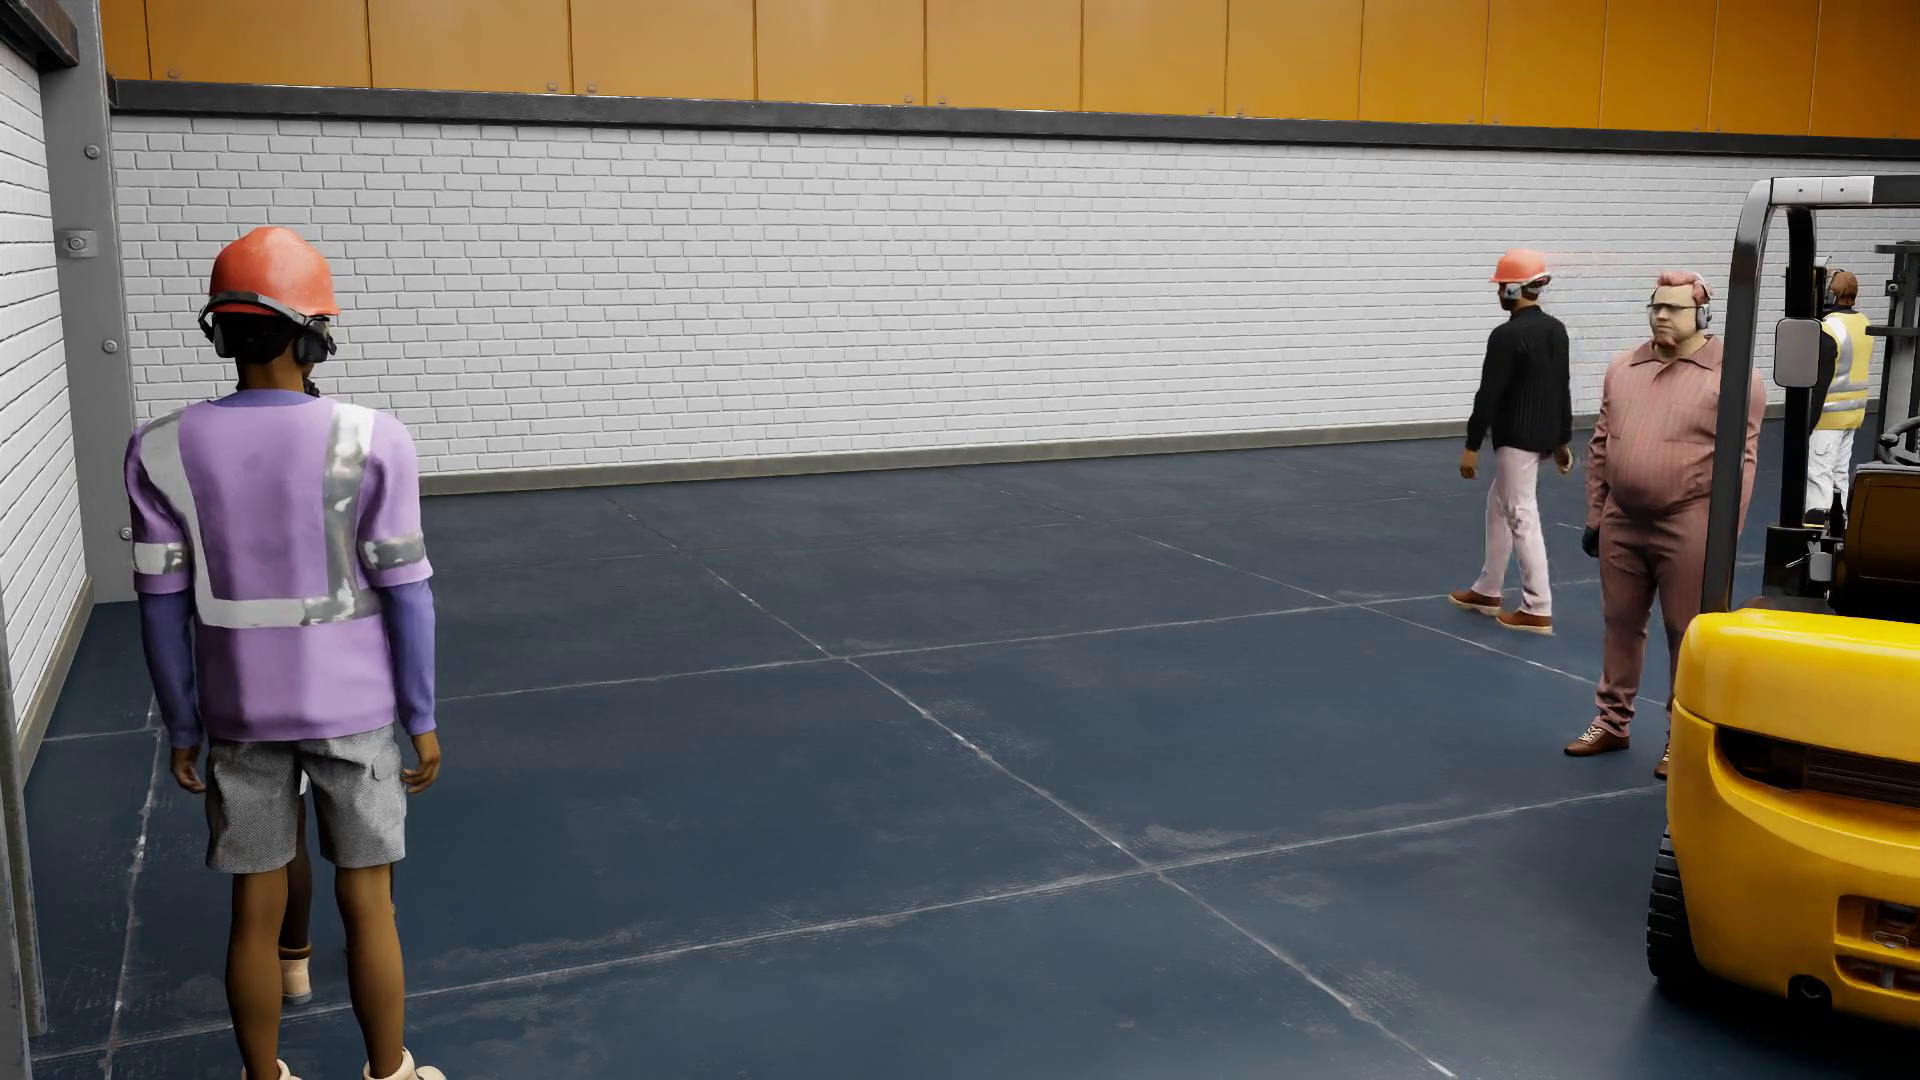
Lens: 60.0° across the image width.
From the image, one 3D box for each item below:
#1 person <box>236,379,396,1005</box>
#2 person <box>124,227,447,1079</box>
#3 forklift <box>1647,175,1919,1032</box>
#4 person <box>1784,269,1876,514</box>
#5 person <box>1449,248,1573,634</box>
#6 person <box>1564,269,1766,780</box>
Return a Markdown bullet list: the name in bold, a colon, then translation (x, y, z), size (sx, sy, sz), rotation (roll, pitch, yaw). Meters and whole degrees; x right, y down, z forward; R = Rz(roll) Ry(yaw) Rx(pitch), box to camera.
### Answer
- **person**: translation (-1.752, 0.386, 4.444), size (0.317, 1.693, 0.534), rotation (9, 14, 41)
- **person**: translation (-1.435, 0.359, 3.617), size (0.605, 2.044, 0.375), rotation (-1, 10, -5)
- **forklift**: translation (2.810, 0.094, 4.662), size (1.214, 2.155, 2.313), rotation (7, 12, 34)
- **person**: translation (5.167, -0.692, 9.968), size (0.625, 1.844, 0.429), rotation (-9, 13, -40)
- **person**: translation (2.832, -0.525, 8.695), size (0.657, 1.960, 0.835), rotation (-9, 14, -41)
- **person**: translation (2.651, -0.062, 6.309), size (0.411, 1.910, 0.643), rotation (-8, 13, -38)
